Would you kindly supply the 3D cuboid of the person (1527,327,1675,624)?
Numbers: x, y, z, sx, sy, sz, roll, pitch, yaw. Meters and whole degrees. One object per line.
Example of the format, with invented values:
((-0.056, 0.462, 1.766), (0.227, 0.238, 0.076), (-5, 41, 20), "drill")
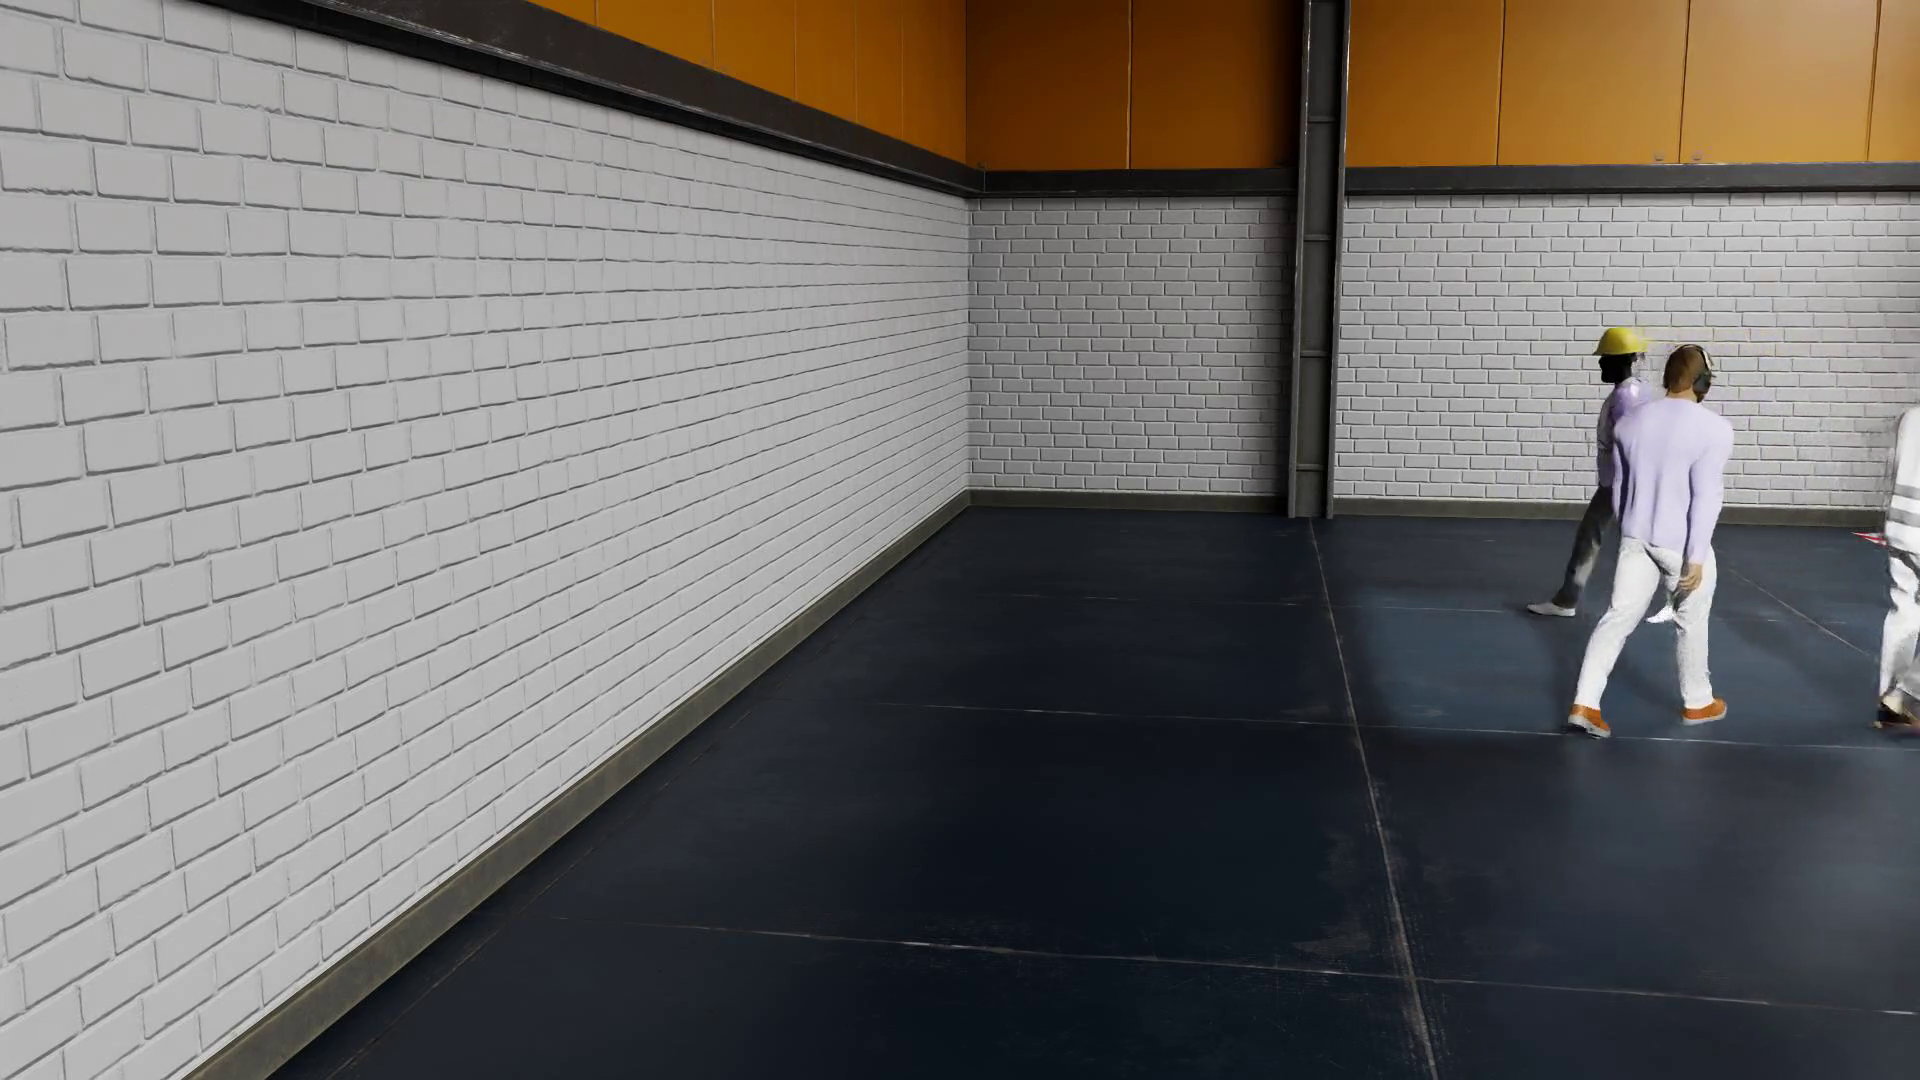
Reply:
((4.192, -0.399, 10.486), (0.994, 1.882, 0.608), (6, 11, 32), "person")

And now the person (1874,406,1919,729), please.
((4.640, 0.015, 7.933), (0.413, 1.869, 0.594), (-2, 9, -11), "person")

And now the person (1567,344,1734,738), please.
((3.328, 0.012, 7.929), (1.064, 1.890, 0.642), (-6, 11, -35), "person")
